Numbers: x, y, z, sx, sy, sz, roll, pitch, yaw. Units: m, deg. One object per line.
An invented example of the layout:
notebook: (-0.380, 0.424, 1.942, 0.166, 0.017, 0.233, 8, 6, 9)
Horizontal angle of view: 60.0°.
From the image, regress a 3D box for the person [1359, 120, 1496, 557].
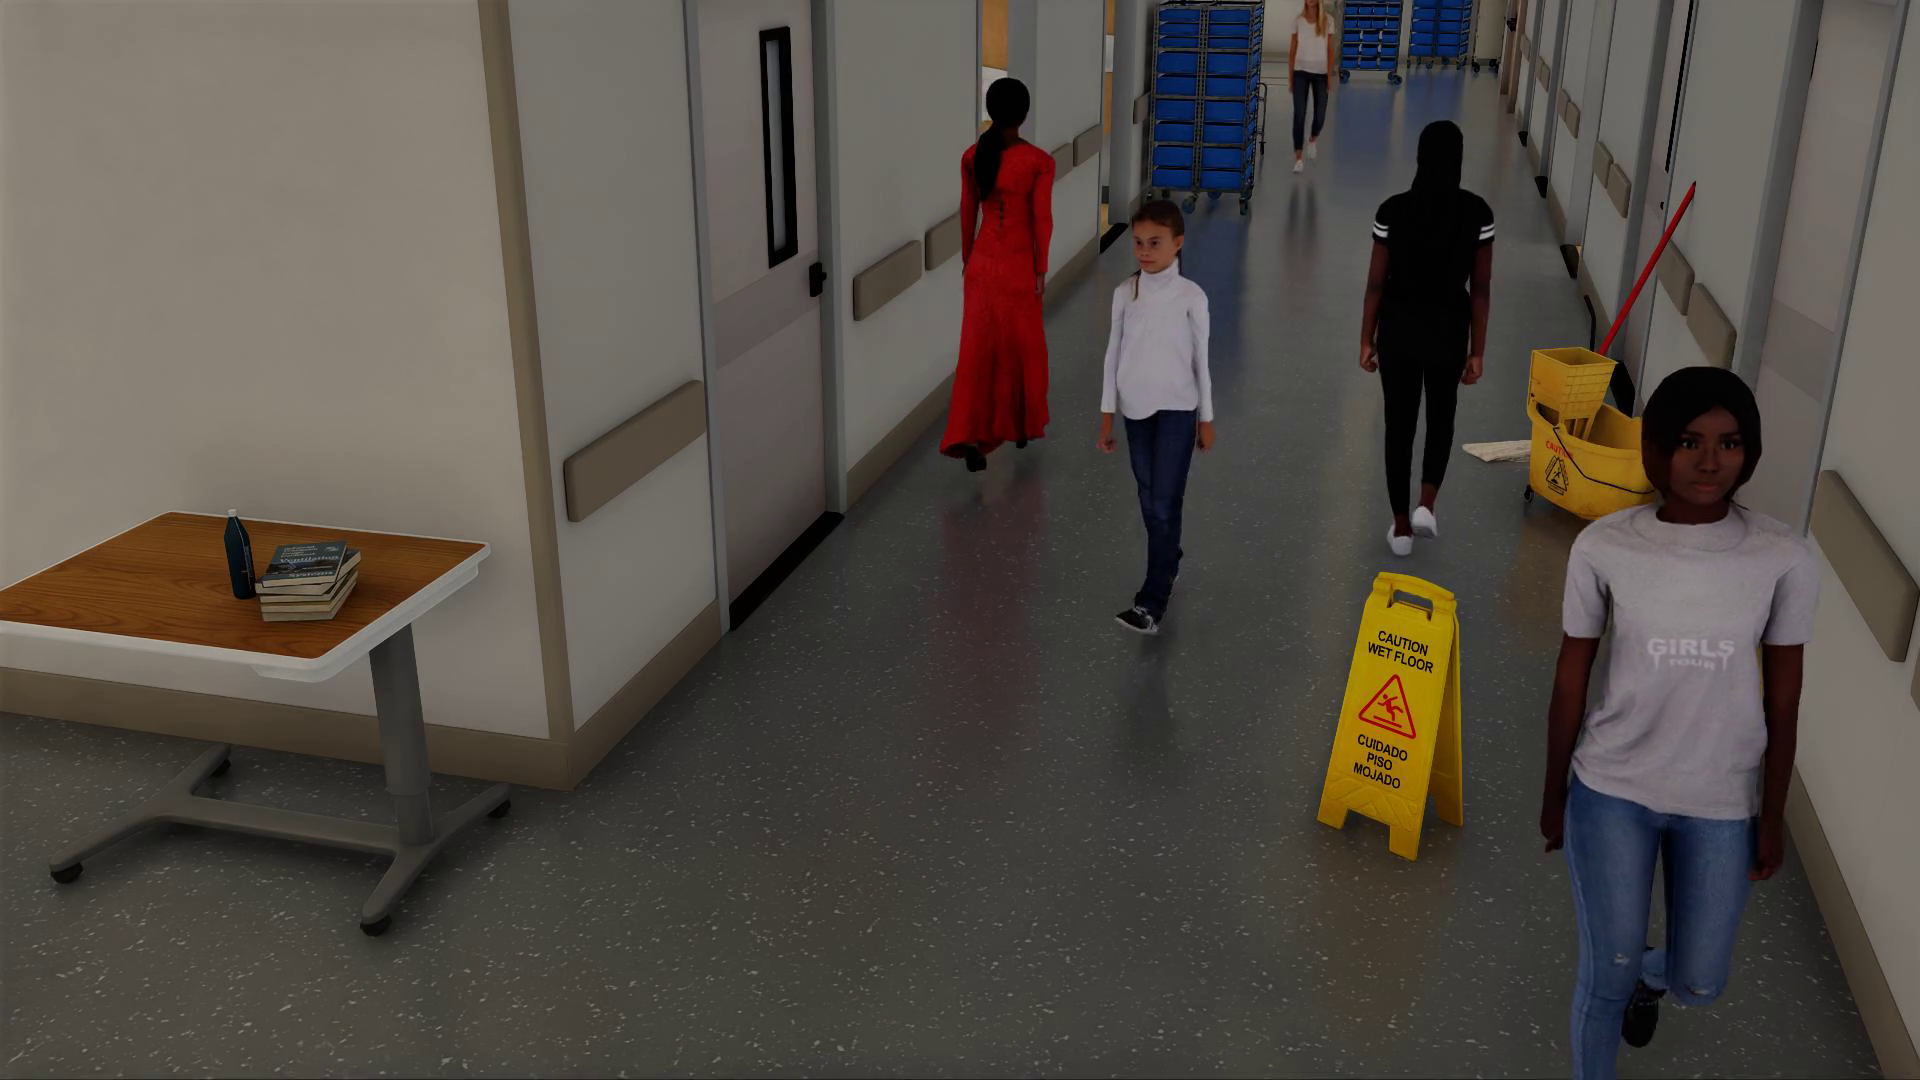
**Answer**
person: (1.813, -0.743, 6.484, 0.647, 1.723, 0.679, 4, 21, 10)

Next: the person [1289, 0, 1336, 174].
person: (3.485, -4.569, 16.493, 0.641, 1.790, 1.026, 4, 21, 11)

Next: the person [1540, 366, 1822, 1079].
person: (1.375, 0.486, 3.261, 0.614, 1.708, 0.887, 7, 22, 17)

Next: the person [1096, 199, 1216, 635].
person: (0.764, -0.469, 6.032, 0.689, 1.532, 1.034, 9, 22, 22)

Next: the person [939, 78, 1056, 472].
person: (0.148, -1.140, 7.497, 0.678, 1.748, 1.137, 7, 22, 18)
